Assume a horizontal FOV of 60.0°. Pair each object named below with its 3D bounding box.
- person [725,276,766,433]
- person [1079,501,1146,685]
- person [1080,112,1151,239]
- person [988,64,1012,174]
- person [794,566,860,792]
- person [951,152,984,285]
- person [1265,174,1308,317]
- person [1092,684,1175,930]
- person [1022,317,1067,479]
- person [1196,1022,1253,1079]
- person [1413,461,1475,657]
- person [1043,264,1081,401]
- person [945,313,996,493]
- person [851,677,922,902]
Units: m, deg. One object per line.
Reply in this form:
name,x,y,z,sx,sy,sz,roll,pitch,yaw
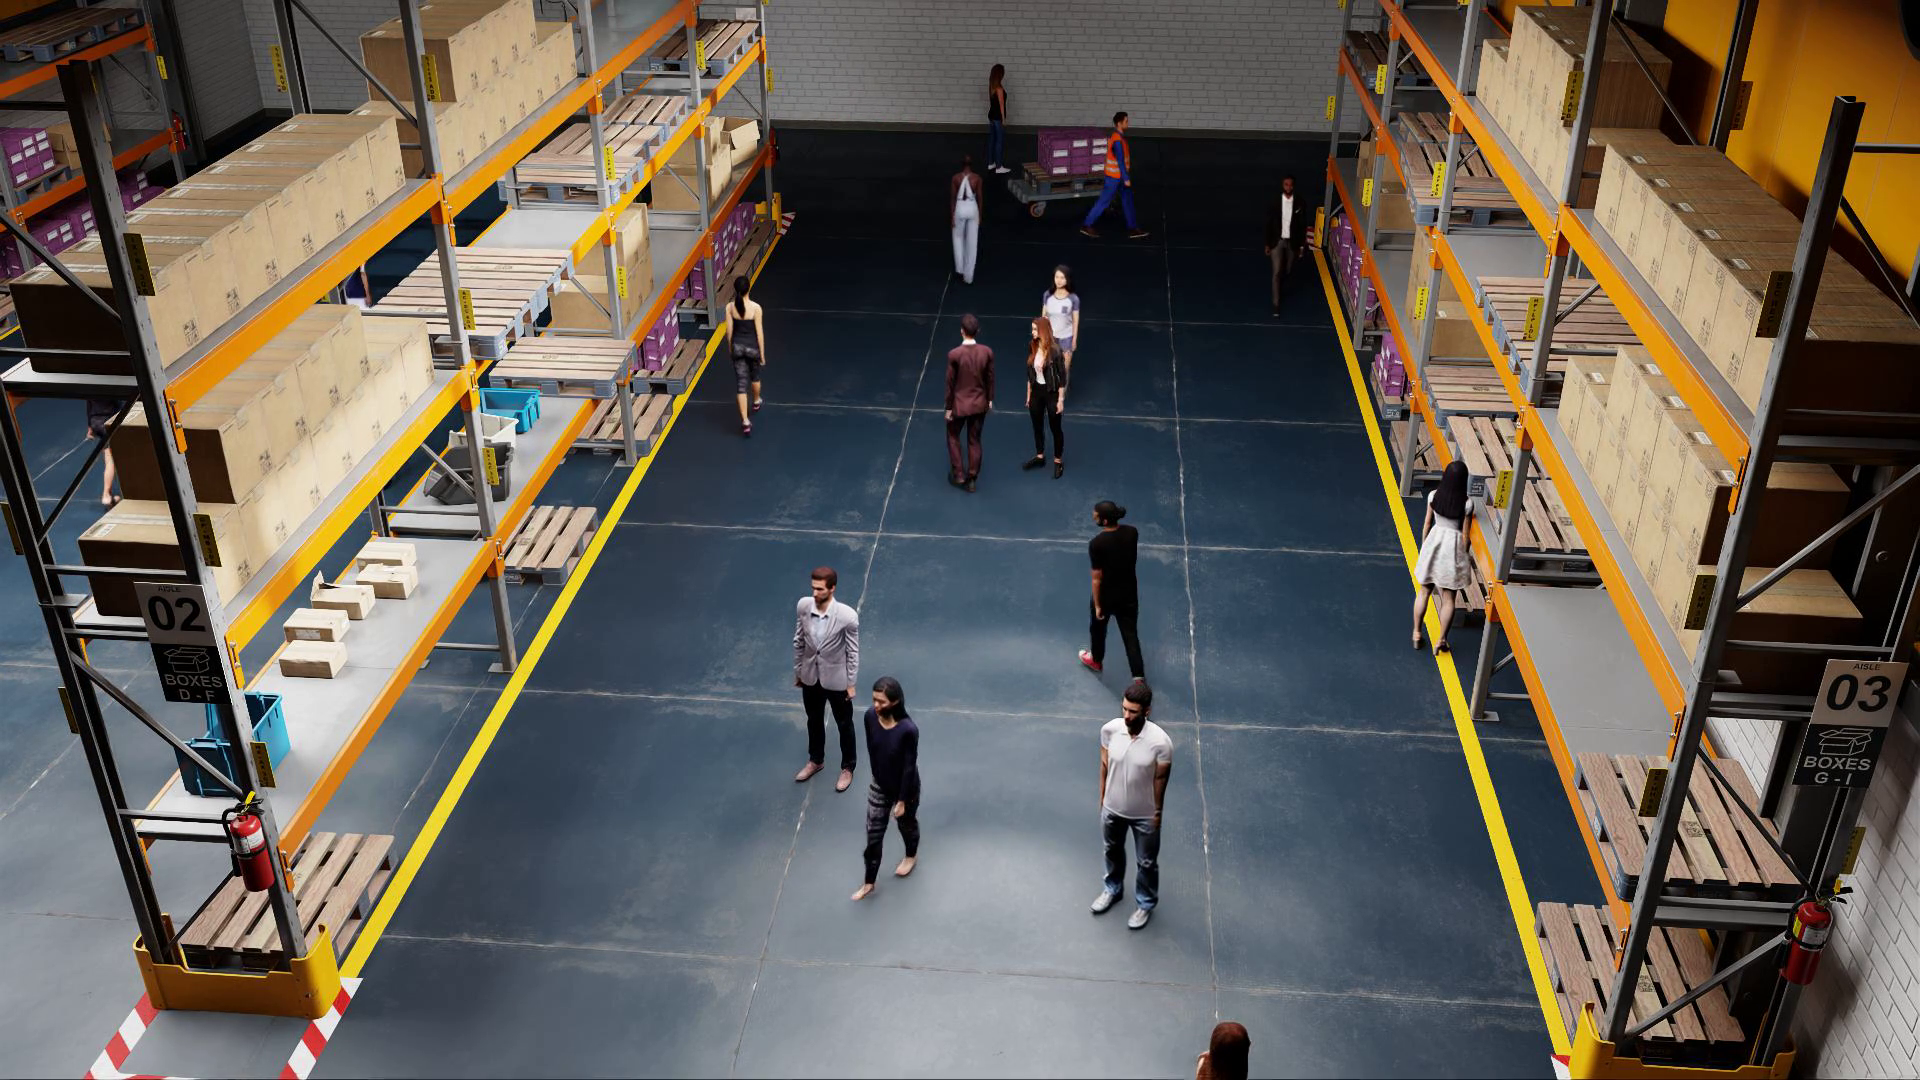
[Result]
person,-2.356,-1.995,18.132,0.602,1.680,1.120,1,29,2
person,1.312,0.499,13.523,1.017,1.715,1.235,-11,30,-19
person,2.143,-5.186,23.835,0.871,1.820,1.216,6,29,11
person,0.601,-6.847,26.982,0.730,1.723,0.625,-13,31,-22
person,-0.991,1.006,12.450,0.744,1.853,0.695,12,31,20
person,0.096,-4.259,22.190,0.638,1.769,0.752,-1,29,-2
person,4.162,-3.823,21.383,0.662,1.774,1.083,3,29,5
person,1.159,1.747,11.083,0.754,1.861,0.739,16,33,27
person,0.942,-1.490,17.181,0.714,1.704,0.738,17,33,29
person,1.237,3.184,8.641,0.985,1.677,1.145,-9,30,-17
person,4.107,0.145,14.115,0.775,1.769,0.799,19,34,30
person,1.149,-2.301,18.674,0.687,1.699,0.685,11,31,20
person,0.107,-1.329,16.735,0.809,1.849,0.779,-9,30,-15
person,-0.395,1.628,11.465,0.842,1.704,1.023,15,32,25
